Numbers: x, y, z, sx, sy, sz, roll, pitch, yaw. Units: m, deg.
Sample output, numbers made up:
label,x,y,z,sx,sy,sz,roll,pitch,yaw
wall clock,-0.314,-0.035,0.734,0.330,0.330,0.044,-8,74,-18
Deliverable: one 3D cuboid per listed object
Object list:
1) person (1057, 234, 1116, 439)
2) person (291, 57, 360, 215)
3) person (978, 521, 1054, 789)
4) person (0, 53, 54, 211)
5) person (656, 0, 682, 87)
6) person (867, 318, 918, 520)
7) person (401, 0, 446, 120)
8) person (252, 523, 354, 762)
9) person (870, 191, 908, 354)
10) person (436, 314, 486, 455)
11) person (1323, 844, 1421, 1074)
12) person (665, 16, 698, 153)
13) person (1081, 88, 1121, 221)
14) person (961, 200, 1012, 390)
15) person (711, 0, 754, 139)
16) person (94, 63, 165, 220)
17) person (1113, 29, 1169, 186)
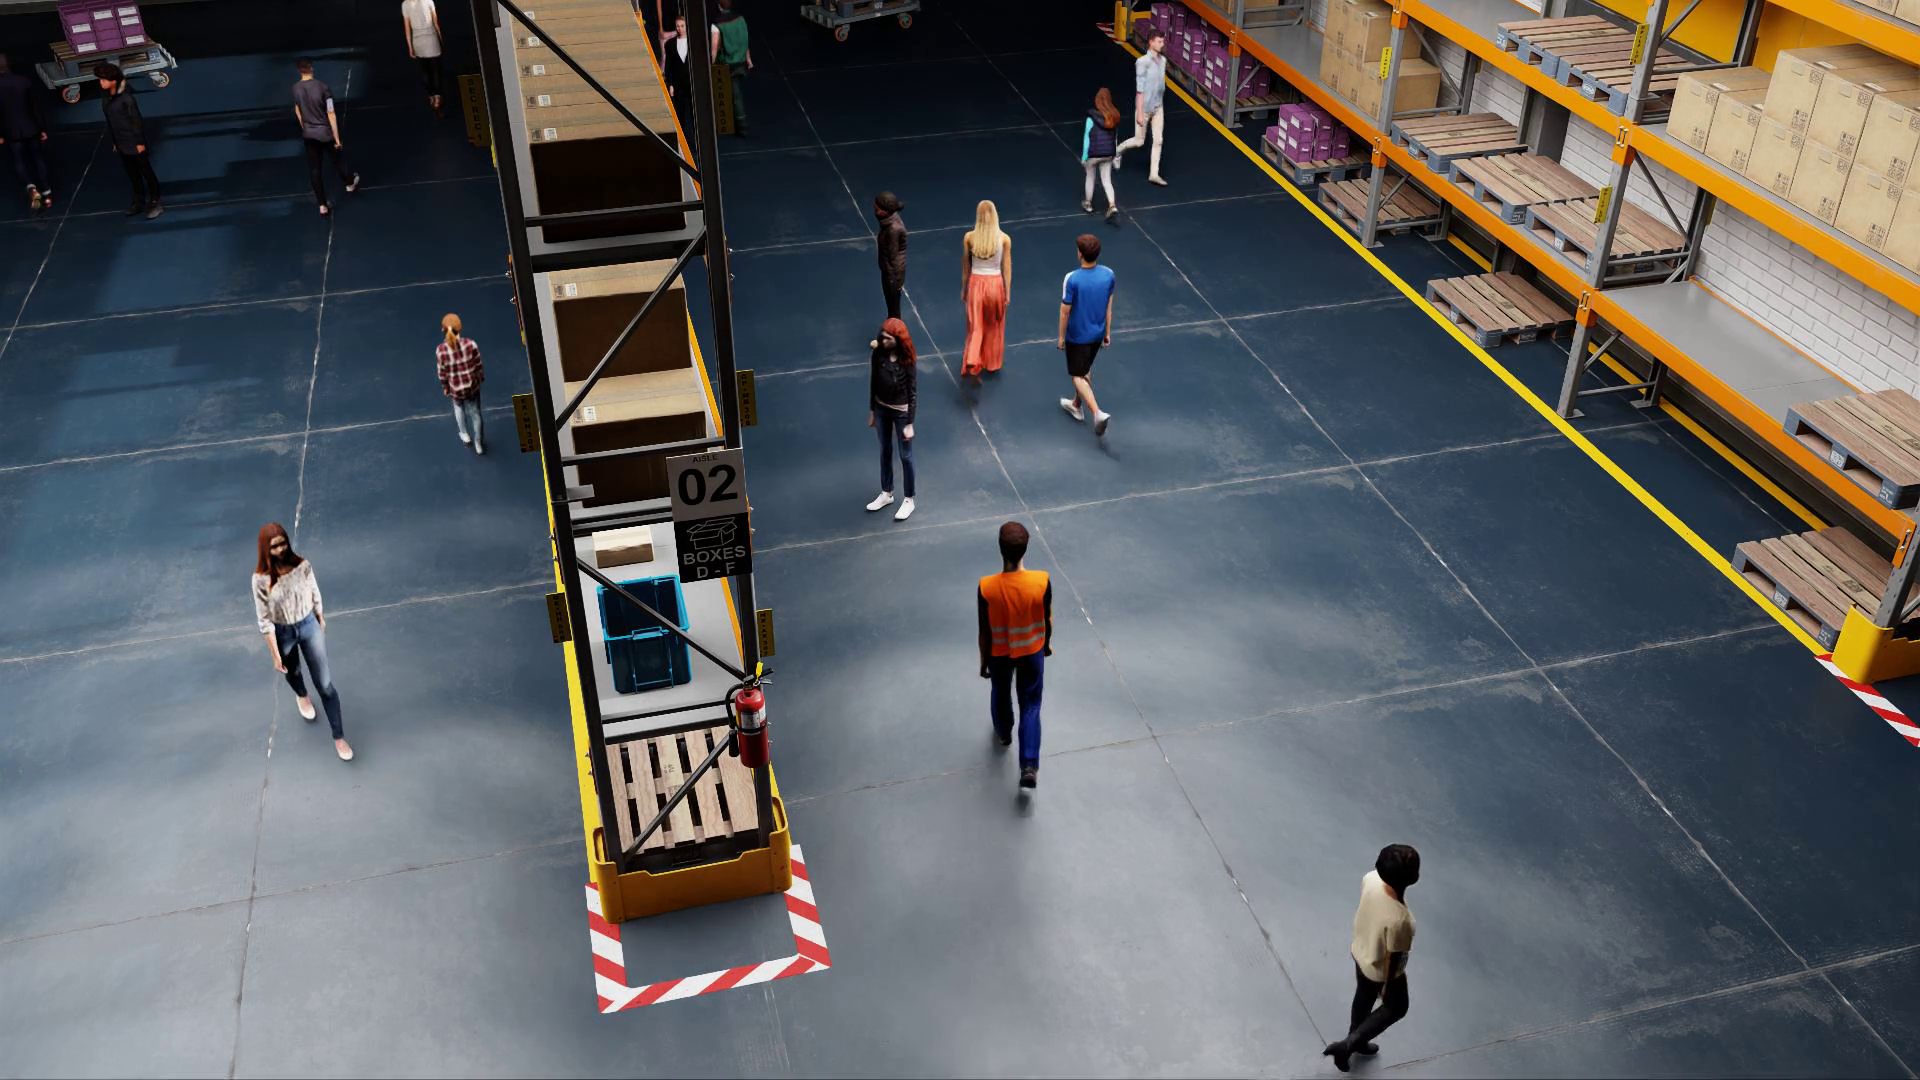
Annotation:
label,x,y,z,sx,sy,sz,roll,pitch,yaw
person,1.152,-1.778,14.667,0.802,1.841,1.192,-15,36,-21
person,-7.343,-4.572,18.982,0.834,1.717,1.172,0,34,0
person,0.384,0.776,10.810,0.841,1.856,1.227,-1,34,-2
person,-10.716,-4.624,18.980,0.853,1.806,0.982,-19,38,-26
person,-3.984,-6.923,22.669,0.686,1.550,0.929,-20,39,-28
person,-0.533,-1.007,13.554,0.660,1.789,0.726,20,38,27
person,-6.939,-6.401,21.660,0.631,1.797,1.110,-7,34,-11
person,-4.513,0.615,11.208,0.781,1.685,1.172,-18,38,-25
person,-0.640,-2.573,16.025,0.634,1.661,0.564,10,35,15
person,-4.322,-1.338,14.502,0.543,1.290,0.641,-9,35,-13
person,2.166,2.252,8.840,0.666,1.579,0.599,-10,35,-15
person,-3.394,-5.631,20.584,0.633,1.707,0.569,-5,34,-7
person,1.629,-4.352,18.872,0.676,1.473,0.983,-14,36,-20
person,0.218,-2.222,15.396,0.934,1.772,1.170,7,34,11
person,-2.836,-5.990,21.026,0.869,1.816,0.994,-25,41,-32
person,-9.441,-4.554,18.901,0.724,1.778,0.762,12,36,18
person,2.180,-5.149,19.750,0.907,1.827,1.127,-24,41,-32
